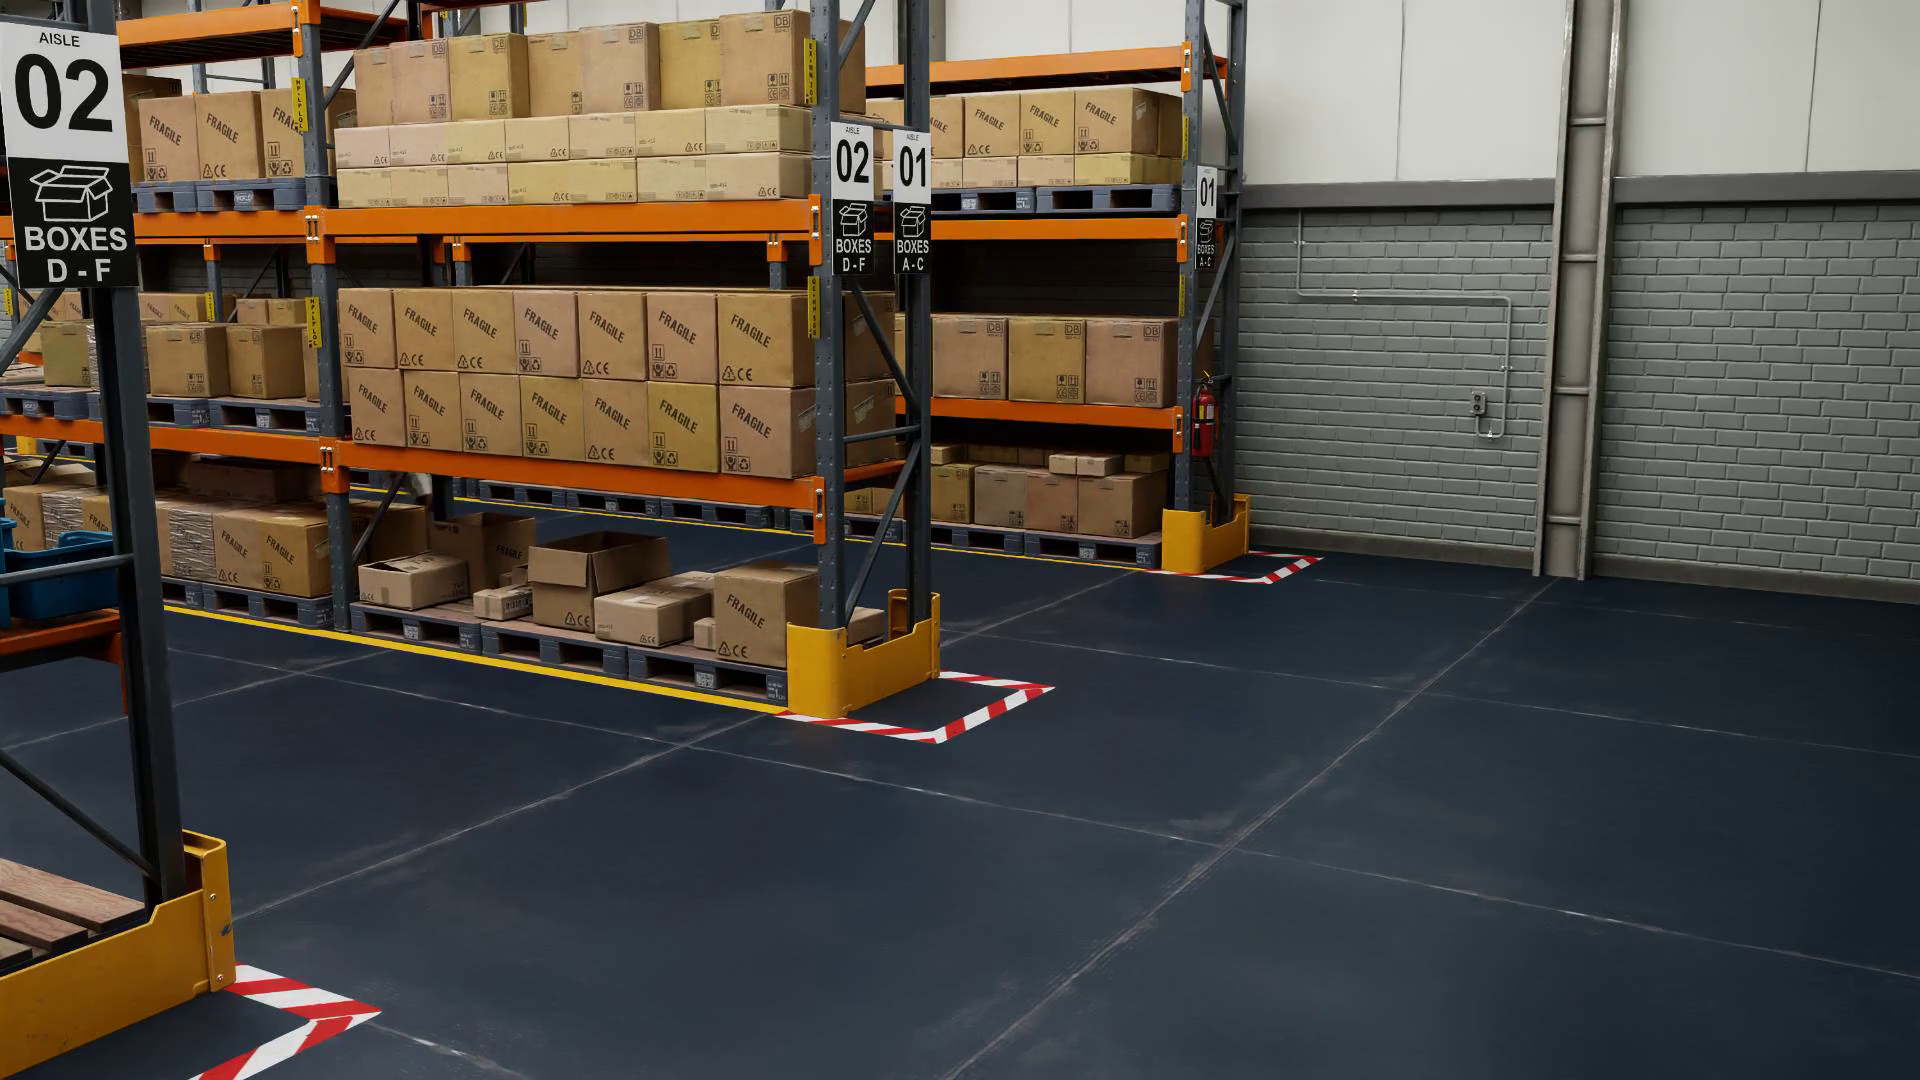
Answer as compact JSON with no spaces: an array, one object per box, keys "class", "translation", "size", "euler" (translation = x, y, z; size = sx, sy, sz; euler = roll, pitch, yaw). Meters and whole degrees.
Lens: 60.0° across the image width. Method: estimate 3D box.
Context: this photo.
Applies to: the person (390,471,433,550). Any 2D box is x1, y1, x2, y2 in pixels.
[{"class":"person","translation":[-4.404,-0.687,13.331],"size":[0.758,1.913,0.560],"euler":[5,11,27]}]
